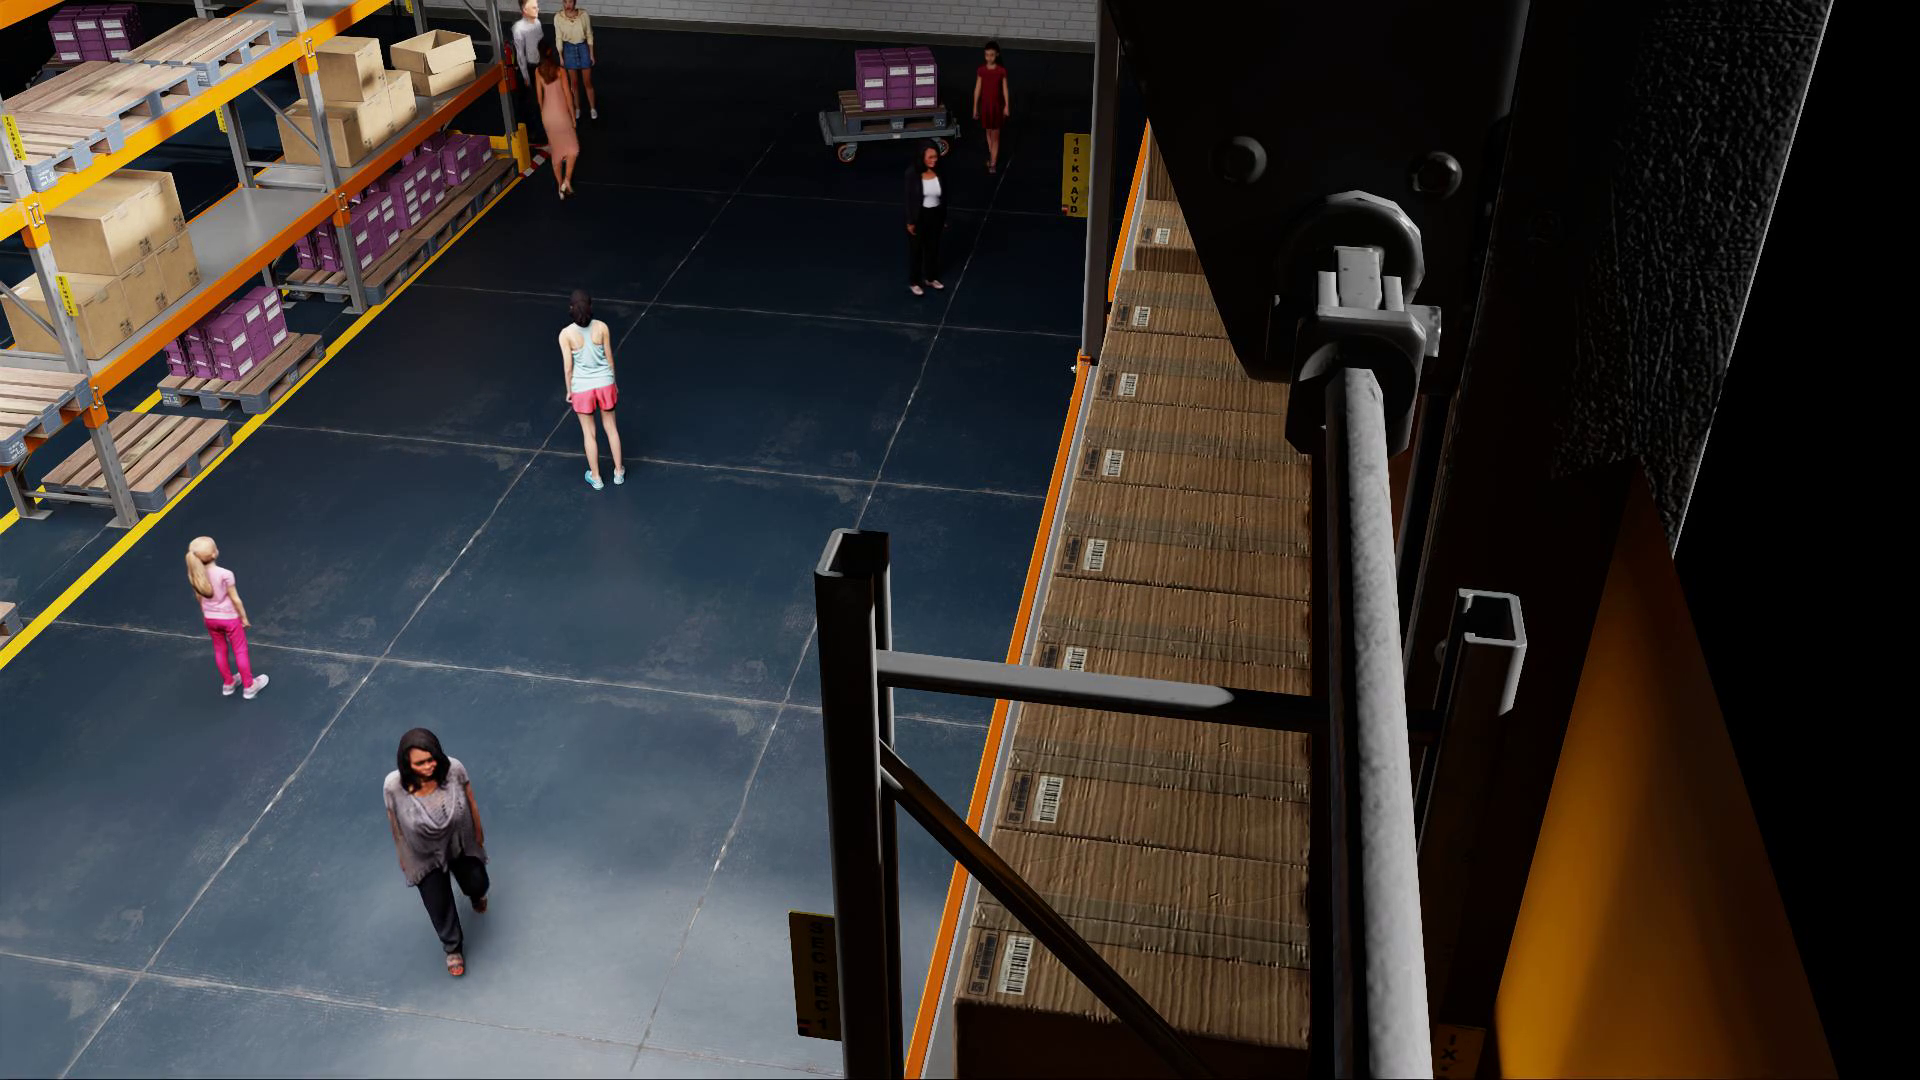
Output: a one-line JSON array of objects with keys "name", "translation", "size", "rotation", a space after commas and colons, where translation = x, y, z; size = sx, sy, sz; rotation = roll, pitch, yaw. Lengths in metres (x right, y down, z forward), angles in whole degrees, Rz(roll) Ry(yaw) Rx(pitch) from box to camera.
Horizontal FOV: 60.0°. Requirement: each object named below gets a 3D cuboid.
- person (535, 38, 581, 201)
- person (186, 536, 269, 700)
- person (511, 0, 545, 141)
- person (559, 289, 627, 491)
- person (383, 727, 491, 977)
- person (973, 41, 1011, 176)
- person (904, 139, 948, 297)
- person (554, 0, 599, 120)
[{"name": "person", "translation": [-4.572, -4.708, 18.744], "size": [0.655, 1.822, 0.635], "rotation": [7, 34, 11]}, {"name": "person", "translation": [-5.051, 0.521, 11.374], "size": [0.471, 1.272, 0.492], "rotation": [5, 34, 7]}, {"name": "person", "translation": [-5.306, -5.782, 20.396], "size": [0.987, 1.783, 1.076], "rotation": [19, 38, 26]}, {"name": "person", "translation": [-2.995, -1.235, 13.571], "size": [0.700, 1.765, 0.742], "rotation": [-14, 36, -19]}, {"name": "person", "translation": [-2.931, 1.665, 9.363], "size": [0.872, 1.593, 0.966], "rotation": [-14, 36, -20]}, {"name": "person", "translation": [0.399, -5.151, 19.680], "size": [0.591, 1.524, 0.936], "rotation": [7, 34, 11]}, {"name": "person", "translation": [-0.366, -3.266, 16.763], "size": [0.761, 1.613, 0.812], "rotation": [-18, 38, -25]}, {"name": "person", "translation": [-4.861, -6.169, 21.117], "size": [0.718, 1.629, 0.691], "rotation": [-6, 34, -9]}]
